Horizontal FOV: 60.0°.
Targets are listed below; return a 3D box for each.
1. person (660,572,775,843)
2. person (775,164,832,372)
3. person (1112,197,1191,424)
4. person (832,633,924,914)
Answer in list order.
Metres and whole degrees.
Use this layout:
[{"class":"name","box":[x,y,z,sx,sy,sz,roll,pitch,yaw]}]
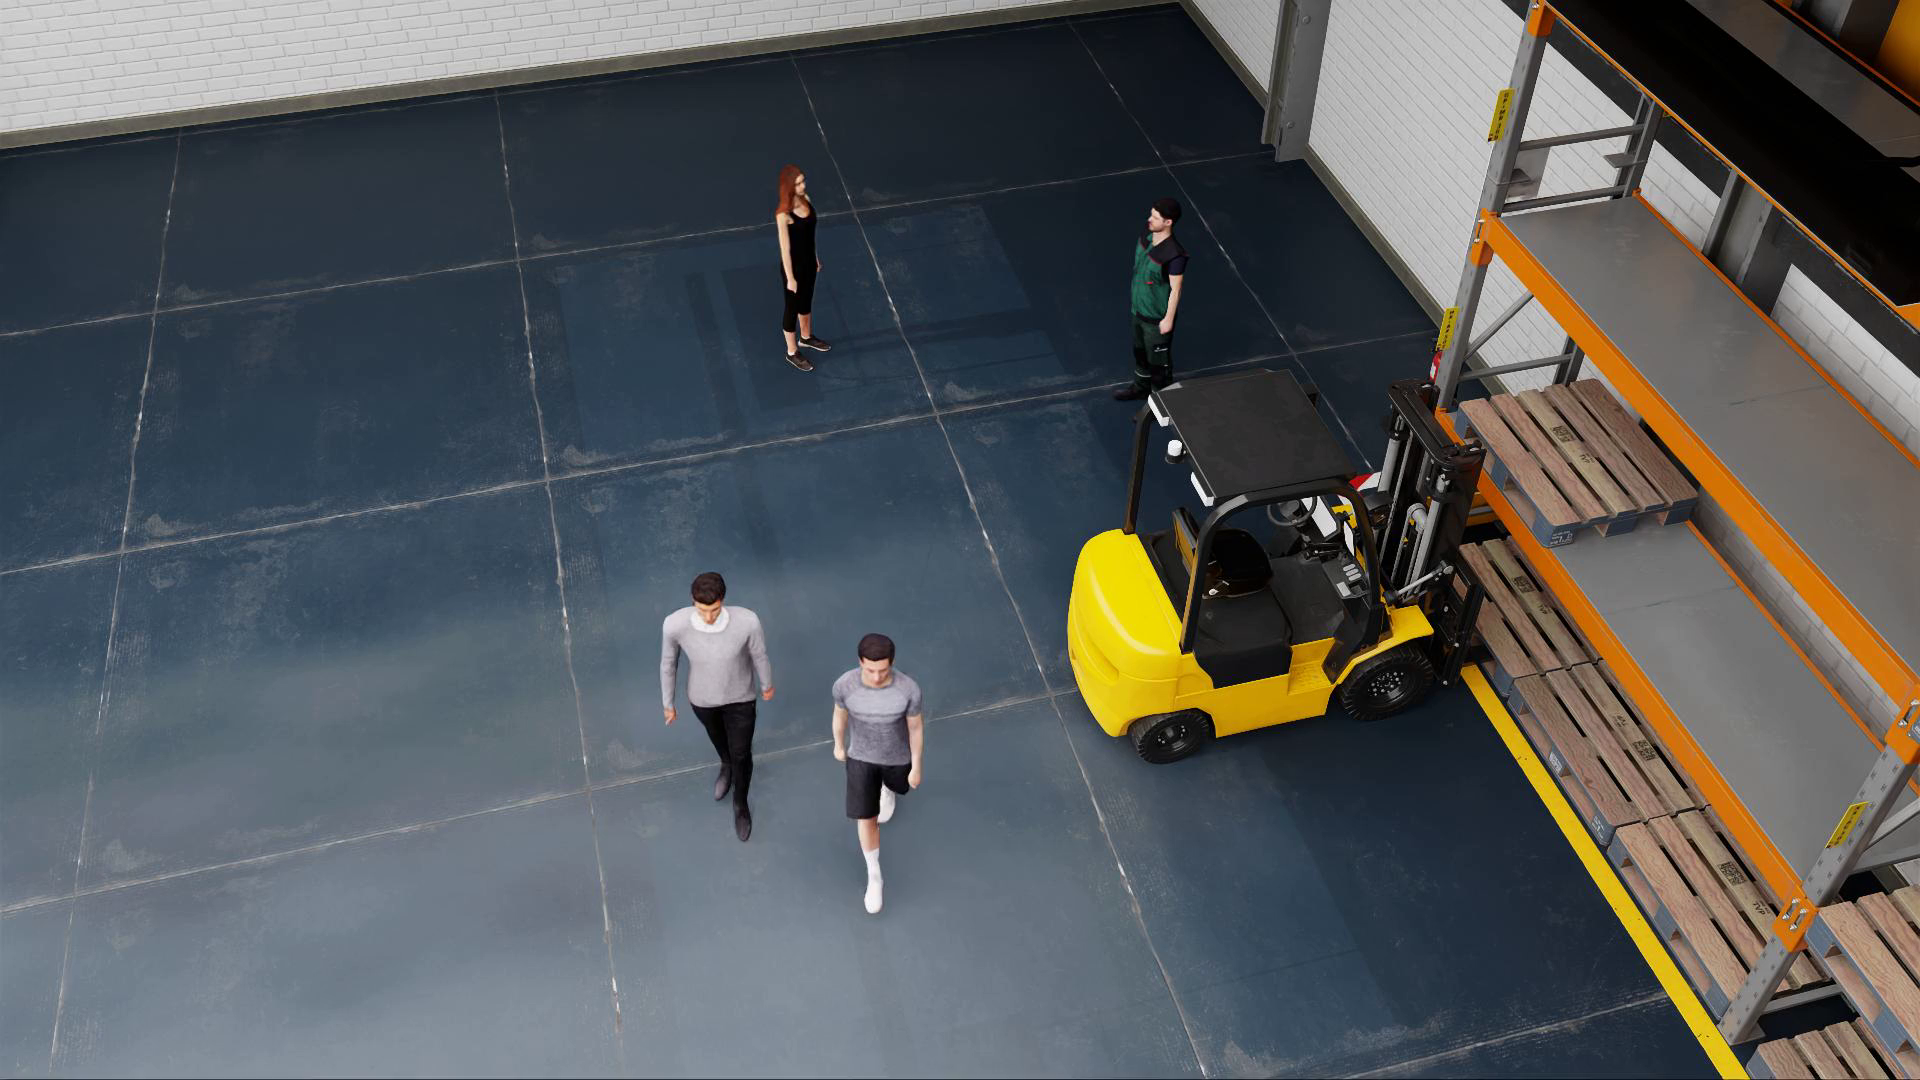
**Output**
[{"class":"person","box":[-1.379,0.807,9.718,0.934,1.898,1.014,2,44,2]},{"class":"person","box":[-1.259,-2.146,12.943,0.698,1.726,0.629,19,47,19]},{"class":"person","box":[1.455,-1.734,12.383,0.764,1.901,0.553,-16,46,-16]},{"class":"person","box":[-0.433,1.118,9.439,0.892,1.834,1.284,1,44,1]}]
